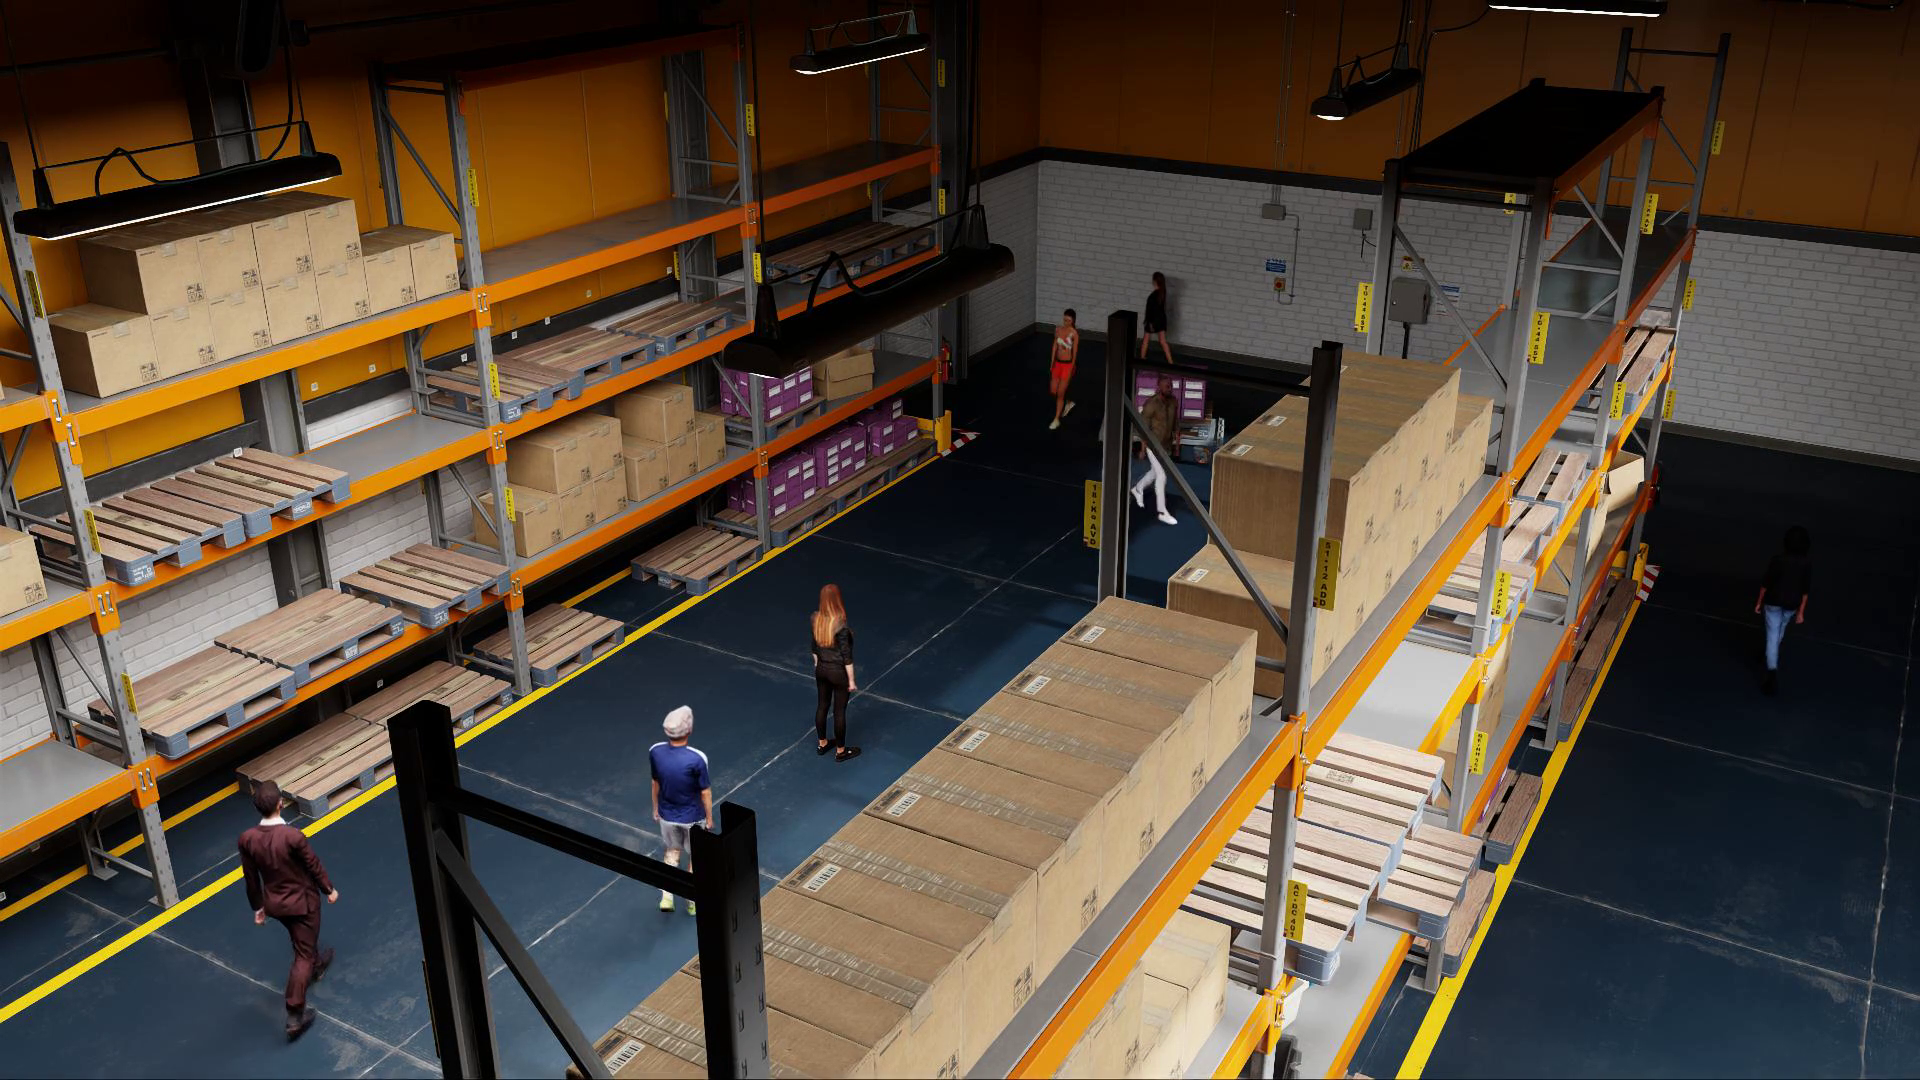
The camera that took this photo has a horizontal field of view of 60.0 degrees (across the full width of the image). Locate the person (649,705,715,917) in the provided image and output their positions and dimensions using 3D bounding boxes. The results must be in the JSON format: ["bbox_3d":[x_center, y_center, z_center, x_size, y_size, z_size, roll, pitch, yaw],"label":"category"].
[{"bbox_3d":[-2.159,2.157,12.743,0.761,1.779,0.886,6,24,14],"label":"person"}]

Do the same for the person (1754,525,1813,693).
[{"bbox_3d":[8.023,0.703,16.224,0.839,1.656,1.197,4,24,10],"label":"person"}]

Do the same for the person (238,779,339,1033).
[{"bbox_3d":[-4.714,2.586,11.701,0.954,1.828,1.268,4,24,8],"label":"person"}]

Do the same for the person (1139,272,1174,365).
[{"bbox_3d":[3.097,-3.370,25.698,1.025,1.529,0.906,-15,28,-30],"label":"person"}]

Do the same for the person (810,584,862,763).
[{"bbox_3d":[-1.163,1.191,15.036,0.620,1.713,0.553,17,29,34],"label":"person"}]

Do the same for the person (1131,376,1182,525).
[{"bbox_3d":[2.368,-1.152,20.286,1.195,1.801,1.076,-18,29,-35],"label":"person"}]

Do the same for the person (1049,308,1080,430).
[{"bbox_3d":[1.509,-2.406,23.210,0.853,1.756,0.687,-21,31,-40],"label":"person"}]
